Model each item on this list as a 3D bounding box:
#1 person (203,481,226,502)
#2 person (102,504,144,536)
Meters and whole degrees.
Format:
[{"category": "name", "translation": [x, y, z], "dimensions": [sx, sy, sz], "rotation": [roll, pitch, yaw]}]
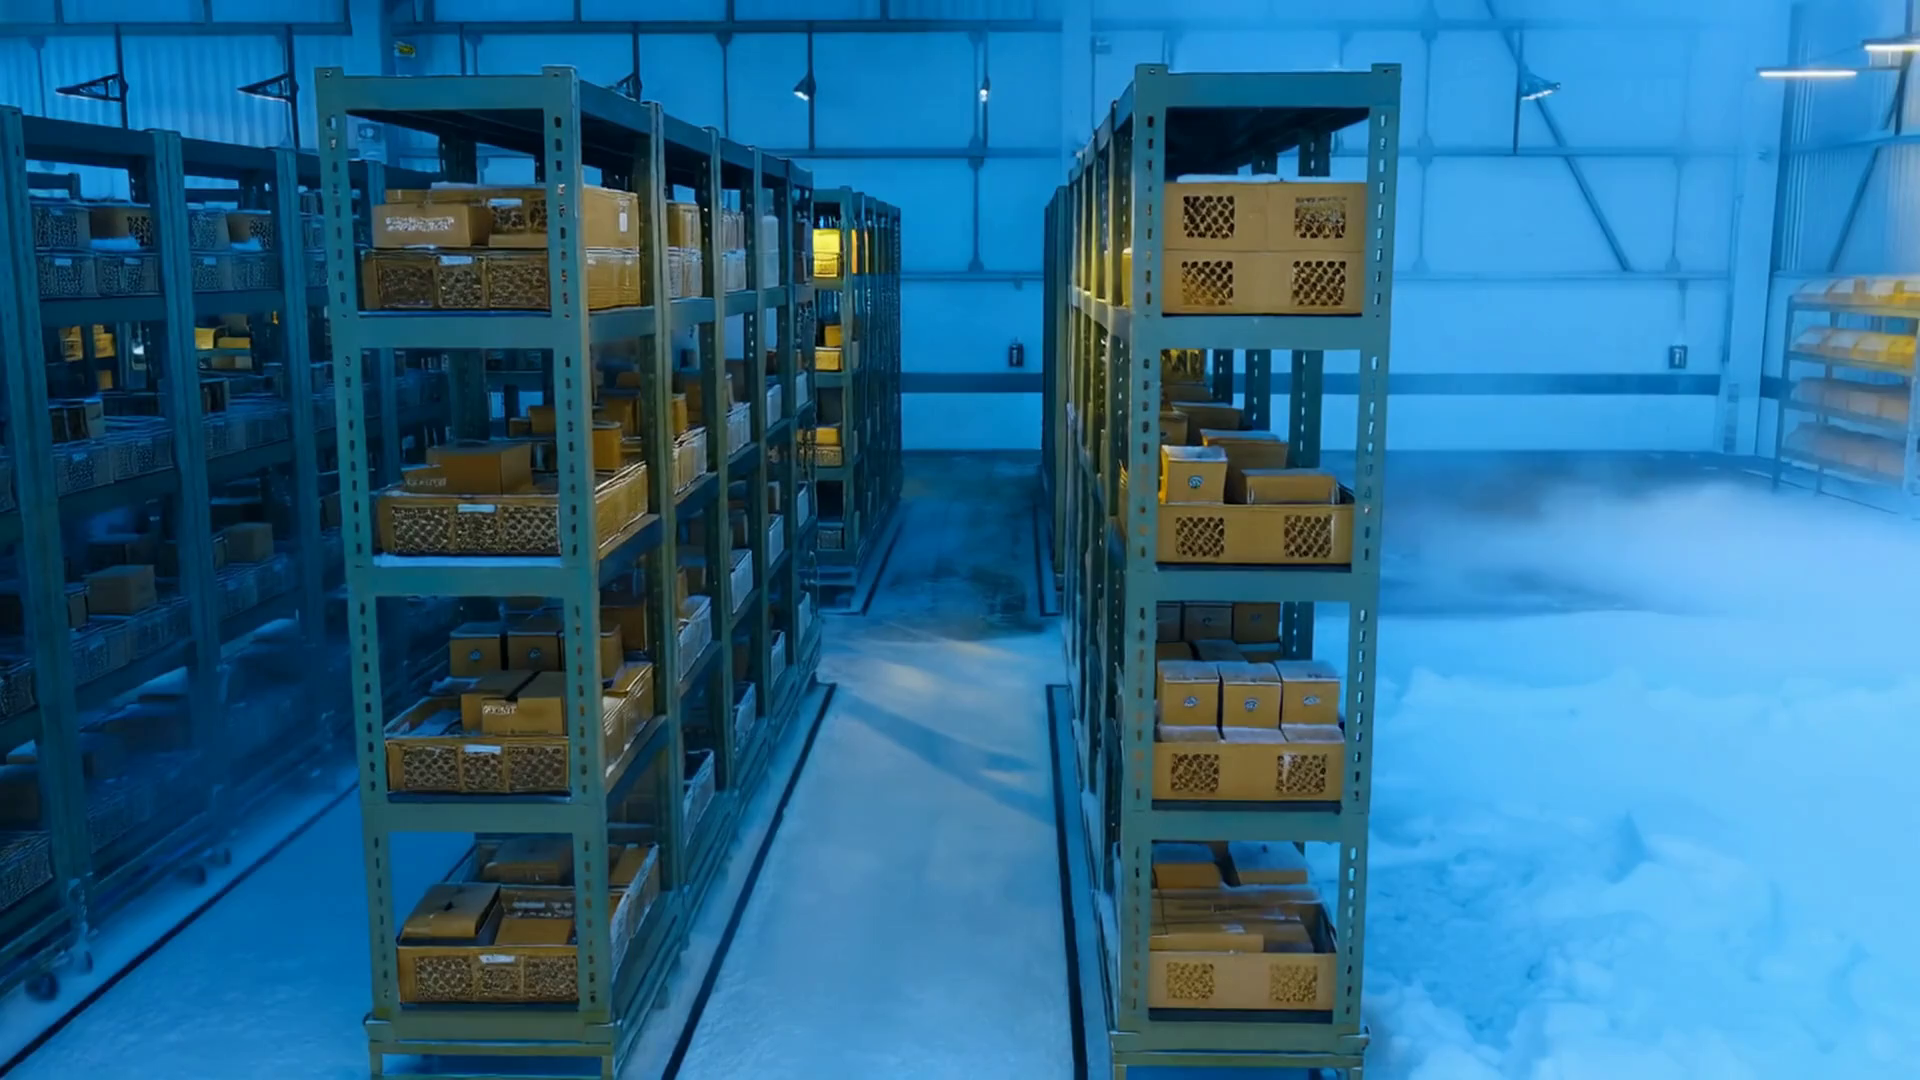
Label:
[{"category": "person", "translation": [-7.630, -0.812, 16.843], "dimensions": [0.422, 1.982, 0.700], "rotation": [-4, 10, -21]}, {"category": "person", "translation": [-7.047, -0.222, 13.803], "dimensions": [0.706, 1.822, 0.575], "rotation": [0, 10, 3]}]
